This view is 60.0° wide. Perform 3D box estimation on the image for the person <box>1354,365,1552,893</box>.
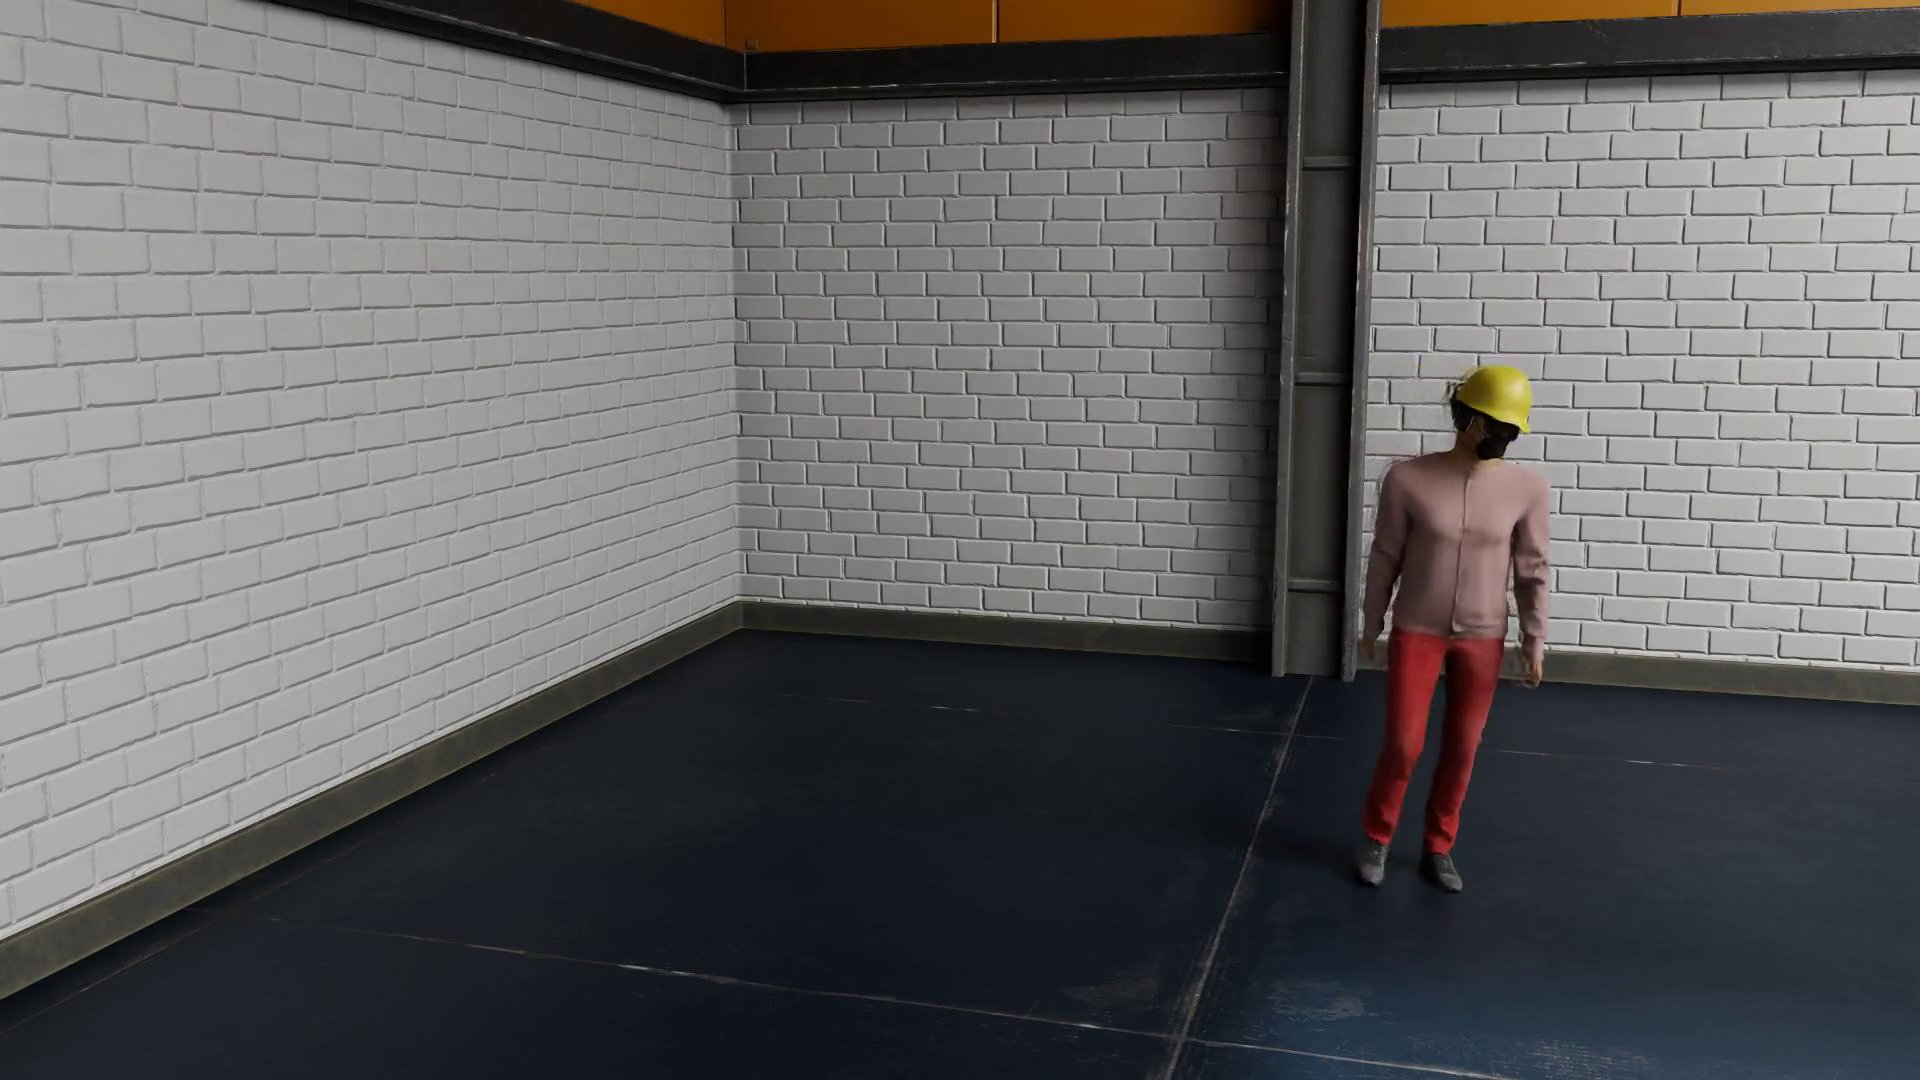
[{"bbox_3d":[1.574,0.301,5.285,0.544,1.725,0.489,1,9,6],"label":"person"}]
